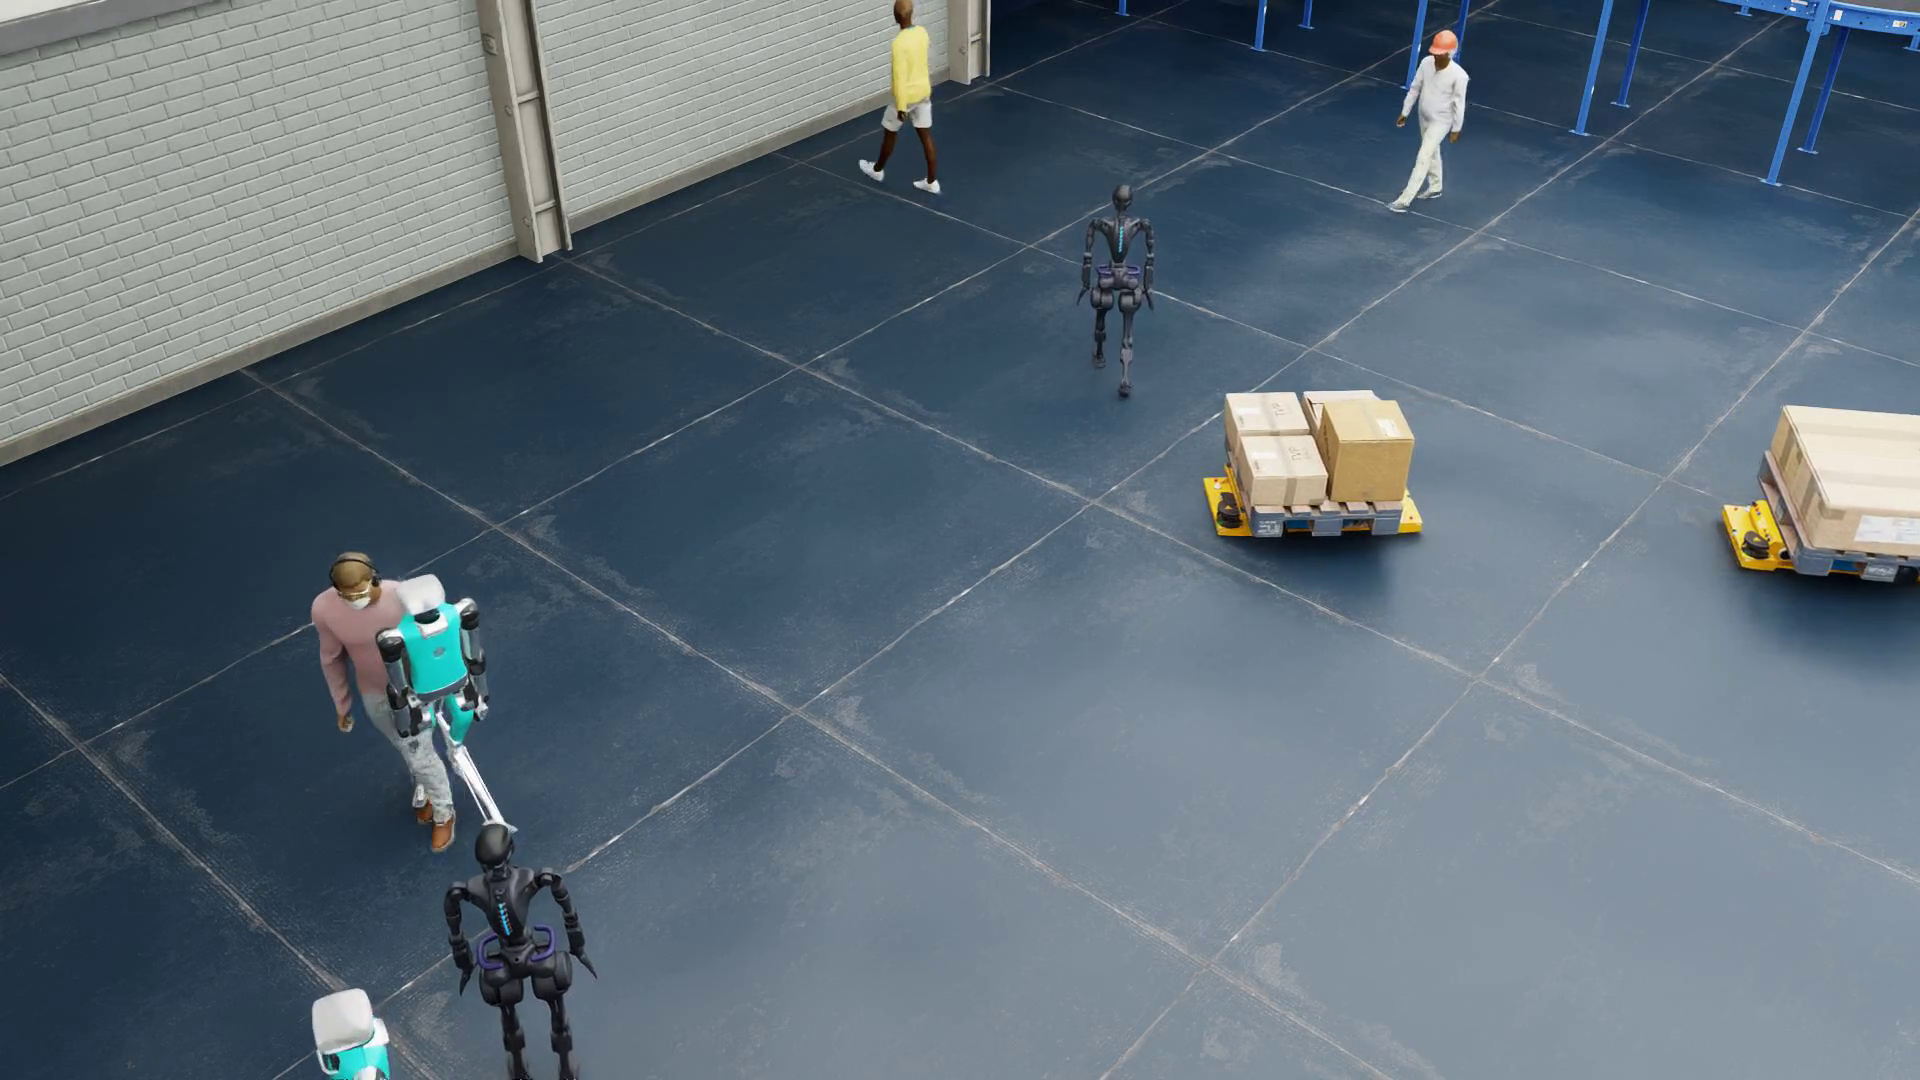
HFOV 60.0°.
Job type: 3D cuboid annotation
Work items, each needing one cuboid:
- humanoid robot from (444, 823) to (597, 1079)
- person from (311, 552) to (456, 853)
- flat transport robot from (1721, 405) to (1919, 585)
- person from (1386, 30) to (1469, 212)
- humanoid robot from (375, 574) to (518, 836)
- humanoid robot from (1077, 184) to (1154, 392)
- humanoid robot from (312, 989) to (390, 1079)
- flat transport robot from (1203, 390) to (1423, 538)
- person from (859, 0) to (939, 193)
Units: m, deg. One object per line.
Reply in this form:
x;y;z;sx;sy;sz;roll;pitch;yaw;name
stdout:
-1.968;1.901;7.493;0.616;1.656;0.332;-8;36;-11;humanoid robot
-3.019;0.841;8.804;0.640;1.910;0.663;3;36;5;person
6.047;-0.001;11.389;1.431;0.231;0.659;5;36;8;flat transport robot
4.389;-3.956;15.695;0.865;1.712;0.572;-16;38;-21;person
-2.863;0.831;8.970;0.530;1.757;0.972;-25;42;-31;humanoid robot
1.220;-1.980;12.992;0.608;1.633;0.719;0;35;1;humanoid robot
-2.530;2.534;6.568;0.790;1.781;0.546;-18;39;-24;humanoid robot
2.492;-0.293;11.799;1.431;0.231;0.659;-1;35;-2;flat transport robot
-0.561;-4.323;16.092;0.977;1.853;0.569;27;43;32;person
